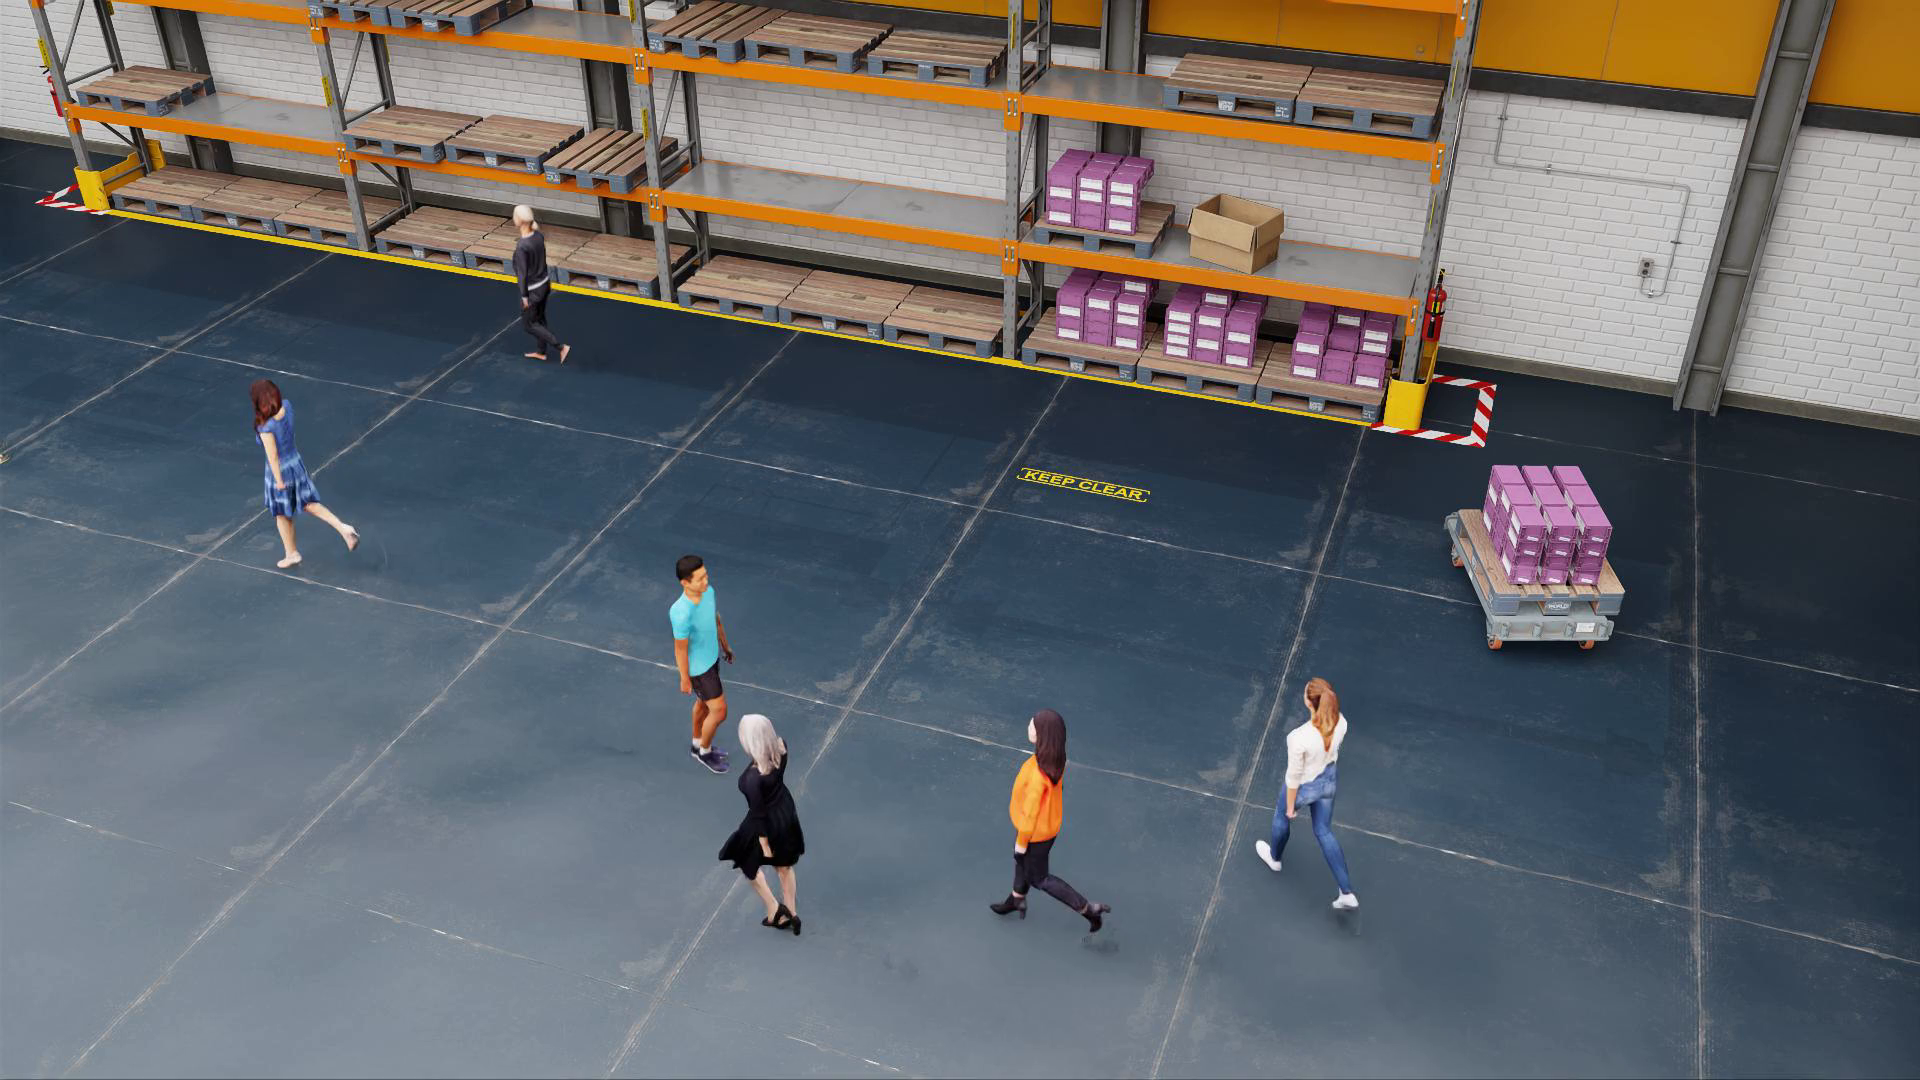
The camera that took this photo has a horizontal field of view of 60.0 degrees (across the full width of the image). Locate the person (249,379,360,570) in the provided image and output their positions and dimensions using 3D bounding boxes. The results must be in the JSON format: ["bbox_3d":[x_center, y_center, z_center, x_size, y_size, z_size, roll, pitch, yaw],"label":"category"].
[{"bbox_3d":[-5.418,-0.511,13.589,1.048,1.790,0.801,3,34,5],"label":"person"}]

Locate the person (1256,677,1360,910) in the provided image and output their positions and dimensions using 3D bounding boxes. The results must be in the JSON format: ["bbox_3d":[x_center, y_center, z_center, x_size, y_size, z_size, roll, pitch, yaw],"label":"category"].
[{"bbox_3d":[2.273,1.618,10.475,1.073,1.692,1.165,-16,37,-22],"label":"person"}]

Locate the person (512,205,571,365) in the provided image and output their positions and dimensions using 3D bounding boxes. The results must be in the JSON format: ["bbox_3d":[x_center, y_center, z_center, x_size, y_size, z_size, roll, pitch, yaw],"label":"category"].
[{"bbox_3d":[-4.218,-2.536,16.708,0.832,1.711,0.606,11,35,16],"label":"person"}]

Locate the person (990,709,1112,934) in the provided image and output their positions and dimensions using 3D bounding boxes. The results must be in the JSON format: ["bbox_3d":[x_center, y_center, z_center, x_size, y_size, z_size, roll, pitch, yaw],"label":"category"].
[{"bbox_3d":[0.554,1.776,10.205,1.047,1.729,0.692,8,34,12],"label":"person"}]

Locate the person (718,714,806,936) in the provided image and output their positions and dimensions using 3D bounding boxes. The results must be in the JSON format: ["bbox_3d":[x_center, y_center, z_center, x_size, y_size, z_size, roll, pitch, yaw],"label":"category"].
[{"bbox_3d":[-1.078,1.778,10.195,0.678,1.734,0.609,14,36,20],"label":"person"}]

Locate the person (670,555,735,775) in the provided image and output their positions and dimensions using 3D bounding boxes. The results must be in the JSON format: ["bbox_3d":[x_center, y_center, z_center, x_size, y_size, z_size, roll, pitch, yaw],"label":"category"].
[{"bbox_3d":[-1.885,0.845,11.576,0.628,1.761,0.653,7,34,11],"label":"person"}]
